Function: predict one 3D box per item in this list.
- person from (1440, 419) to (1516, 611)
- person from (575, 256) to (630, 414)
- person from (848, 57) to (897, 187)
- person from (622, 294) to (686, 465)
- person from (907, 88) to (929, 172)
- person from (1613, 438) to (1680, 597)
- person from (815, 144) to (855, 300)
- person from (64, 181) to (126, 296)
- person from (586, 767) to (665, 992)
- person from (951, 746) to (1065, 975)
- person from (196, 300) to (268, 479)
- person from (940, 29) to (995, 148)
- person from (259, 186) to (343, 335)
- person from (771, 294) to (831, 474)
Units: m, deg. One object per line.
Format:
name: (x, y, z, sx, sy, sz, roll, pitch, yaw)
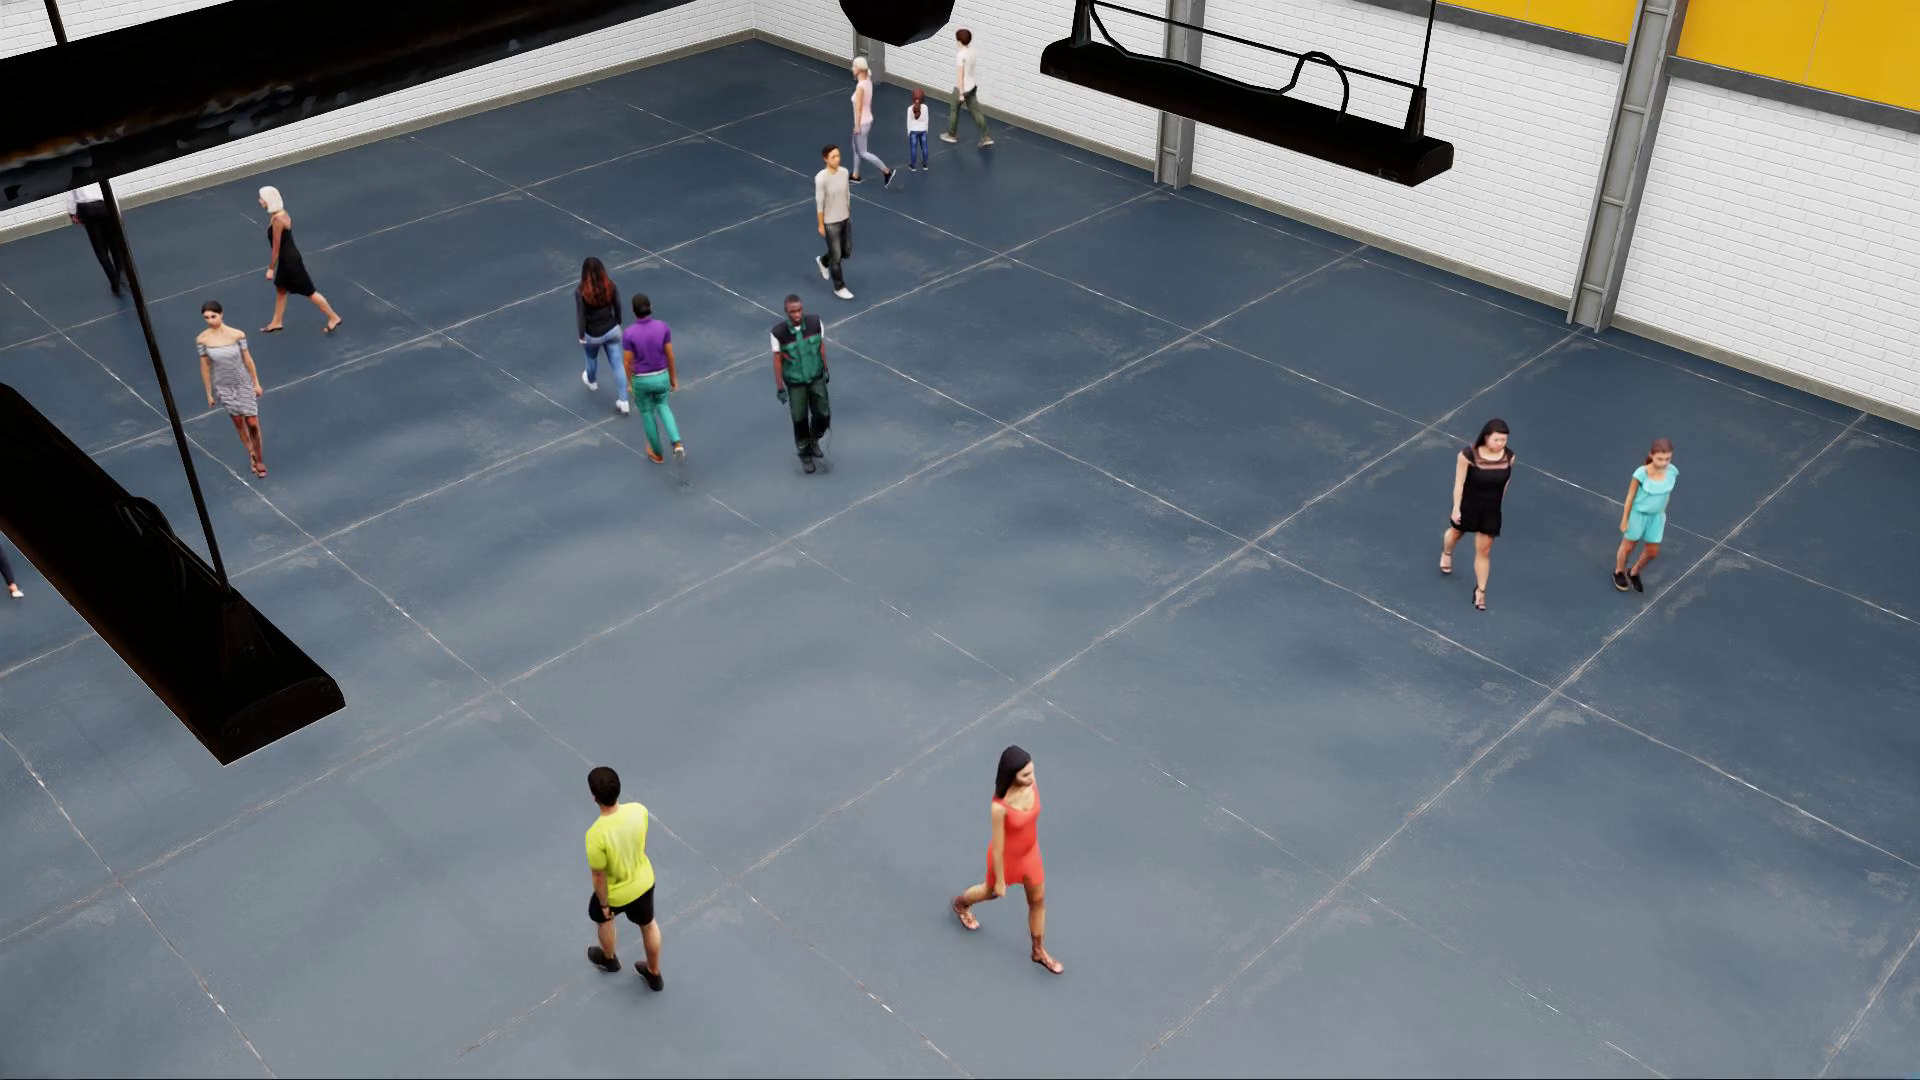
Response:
person: (4.301, -0.298, 14.010, 1.067, 1.664, 1.133, 0, 34, -1)
person: (-3.554, -2.029, 16.680, 0.859, 1.592, 1.174, -17, 37, -24)
person: (-1.191, -5.417, 21.678, 1.090, 1.702, 0.863, 10, 35, 14)
person: (-2.887, -1.460, 15.676, 0.731, 1.756, 0.875, -17, 37, -24)
person: (-0.565, -5.540, 22.398, 0.527, 1.110, 0.571, -10, 35, -14)
person: (5.763, -0.250, 14.057, 0.712, 1.533, 0.772, 0, 34, -1)
person: (-1.481, -3.650, 18.933, 0.649, 1.798, 0.873, -28, 43, -35)
person: (-9.834, -3.673, 18.953, 0.808, 1.814, 1.052, -19, 38, -26)
person: (-2.031, 2.152, 10.305, 0.634, 1.686, 0.805, -25, 41, -33)
person: (0.257, 1.980, 10.562, 1.144, 1.688, 0.703, 23, 40, 31)
person: (-6.793, -1.450, 15.616, 0.750, 1.806, 0.792, -7, 34, -11)
person: (0.153, -6.175, 22.896, 1.164, 1.615, 0.702, 23, 40, 30)
person: (-7.162, -2.977, 18.018, 1.008, 1.690, 1.120, -10, 35, -15)
person: (-1.470, -1.523, 15.706, 0.864, 1.827, 0.884, -12, 36, -18)
